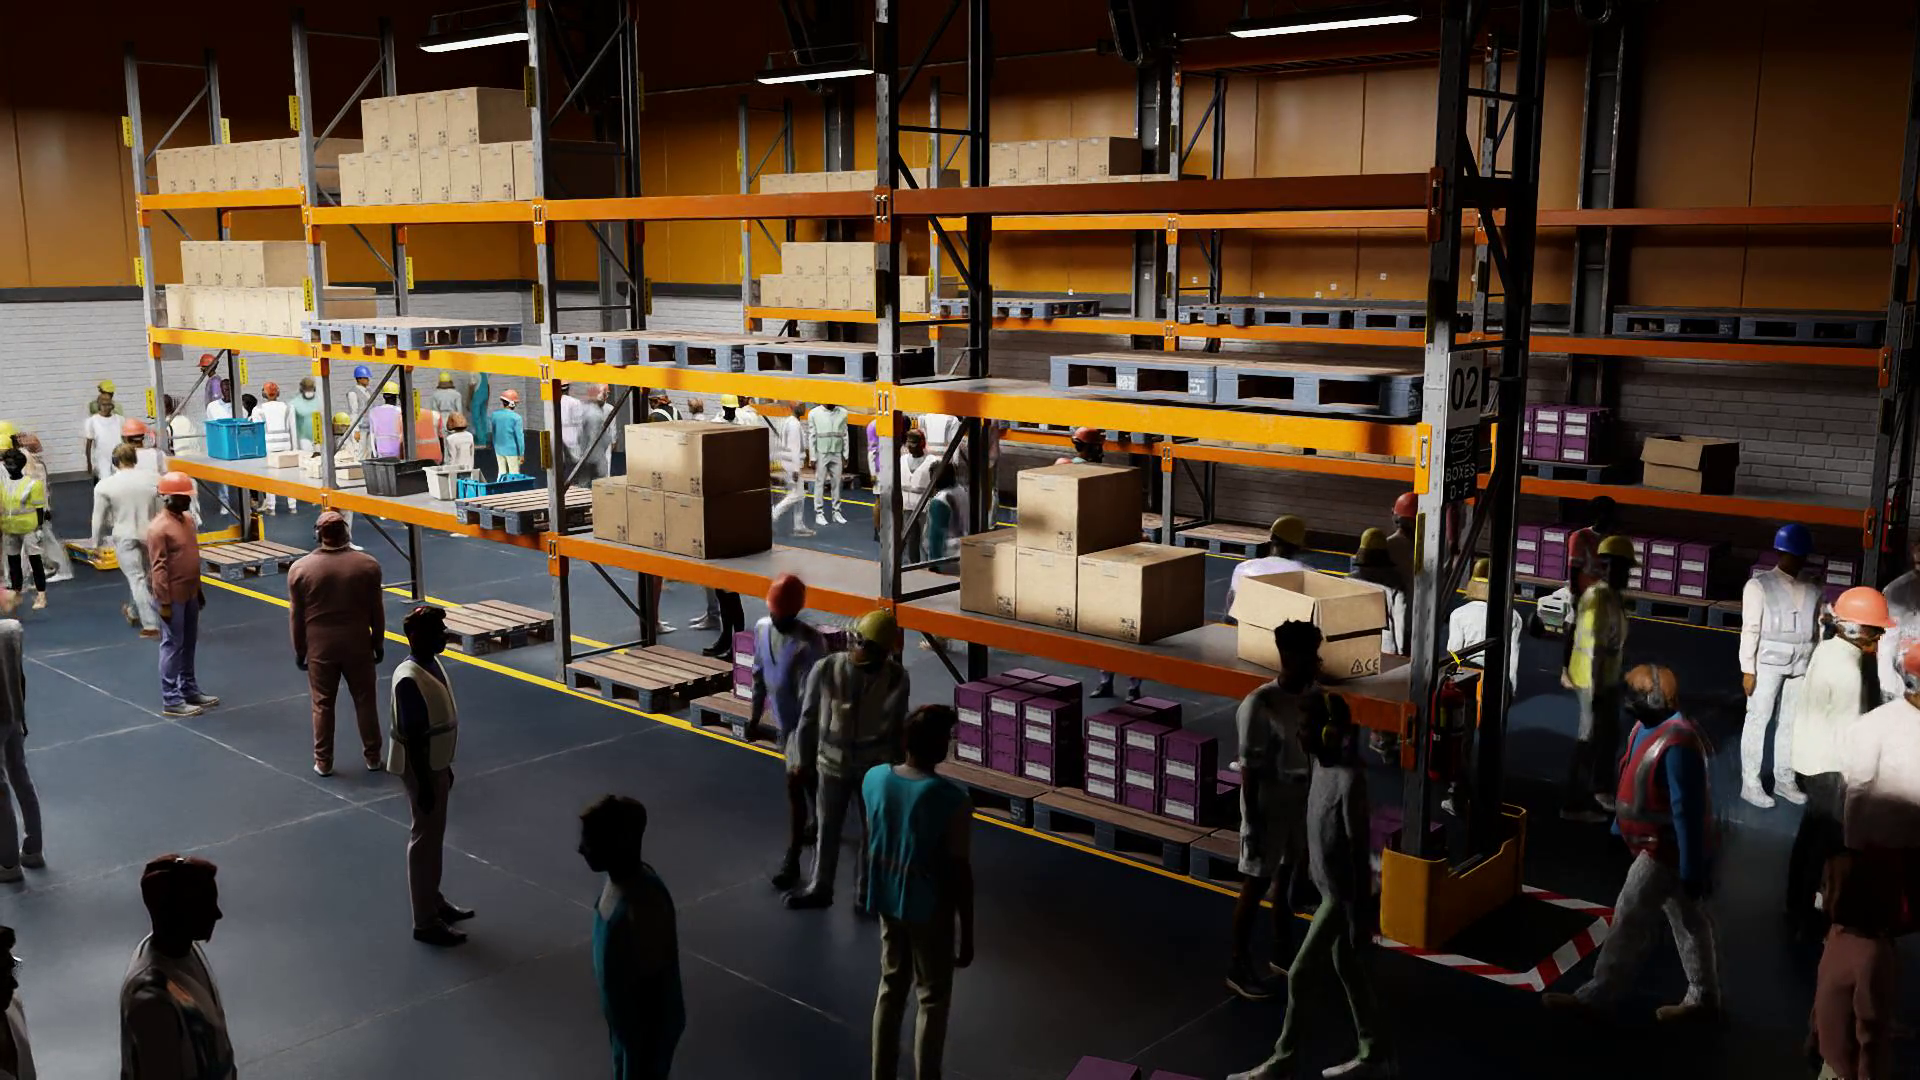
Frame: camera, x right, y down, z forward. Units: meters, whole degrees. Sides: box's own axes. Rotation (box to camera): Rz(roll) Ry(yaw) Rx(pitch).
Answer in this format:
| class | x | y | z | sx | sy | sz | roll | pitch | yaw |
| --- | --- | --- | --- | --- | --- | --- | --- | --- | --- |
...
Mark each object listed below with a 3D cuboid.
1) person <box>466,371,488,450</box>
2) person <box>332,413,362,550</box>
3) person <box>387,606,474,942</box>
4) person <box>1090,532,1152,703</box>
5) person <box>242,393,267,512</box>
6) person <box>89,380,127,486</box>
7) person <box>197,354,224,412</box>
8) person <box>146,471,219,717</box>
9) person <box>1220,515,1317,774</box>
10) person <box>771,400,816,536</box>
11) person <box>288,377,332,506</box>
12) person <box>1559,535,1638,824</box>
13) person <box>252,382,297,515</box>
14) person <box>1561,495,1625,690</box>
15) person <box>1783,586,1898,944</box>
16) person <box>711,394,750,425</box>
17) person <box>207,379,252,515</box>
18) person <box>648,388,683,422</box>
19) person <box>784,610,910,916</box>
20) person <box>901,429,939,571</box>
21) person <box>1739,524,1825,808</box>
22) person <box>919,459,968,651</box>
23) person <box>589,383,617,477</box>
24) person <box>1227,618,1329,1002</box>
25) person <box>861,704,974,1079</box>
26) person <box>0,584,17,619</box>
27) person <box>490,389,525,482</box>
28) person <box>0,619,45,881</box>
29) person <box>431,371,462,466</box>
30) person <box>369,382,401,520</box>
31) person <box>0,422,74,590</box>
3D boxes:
| class | x | y | z | sx | sy | sz | roll | pitch | yaw |
| --- | --- | --- | --- | --- | --- | --- | --- | --- | --- |
| person | -8.918 | -2.562 | 30.830 | 0.389 | 1.816 | 0.604 | 3 | 11 | 19 |
| person | -7.653 | -0.716 | 20.623 | 0.491 | 1.730 | 0.323 | 6 | 11 | 29 |
| person | -2.917 | 1.263 | 9.098 | 0.389 | 1.846 | 0.567 | -1 | 10 | -8 |
| person | 1.341 | 0.473 | 13.803 | 0.526 | 1.765 | 0.329 | 6 | 12 | 32 |
| person | -10.048 | -1.241 | 23.672 | 0.537 | 1.699 | 0.321 | 6 | 12 | 31 |
| person | -13.156 | -1.613 | 25.701 | 0.548 | 1.733 | 0.582 | 1 | 10 | 4 |
| person | -12.165 | -2.016 | 27.129 | 0.413 | 2.036 | 0.606 | -5 | 11 | -25 |
| person | -6.286 | 0.431 | 13.422 | 0.408 | 1.987 | 0.614 | 0 | 10 | 0 |
| person | 2.166 | 0.774 | 11.741 | 0.769 | 1.901 | 0.456 | 1 | 10 | 7 |
| person | -2.223 | -0.956 | 21.593 | 0.605 | 1.865 | 0.613 | -2 | 10 | -9 |
| person | -9.499 | -1.458 | 24.317 | 0.632 | 1.904 | 0.618 | -6 | 12 | -32 |
| person | 4.253 | 0.910 | 11.026 | 0.421 | 1.875 | 0.636 | 6 | 12 | 30 |
| person | -9.647 | -1.286 | 23.449 | 0.576 | 1.877 | 0.350 | -6 | 12 | -30 |
| person | 5.395 | 0.447 | 14.166 | 0.537 | 1.688 | 0.323 | -2 | 10 | -12 |
| person | 4.769 | 1.213 | 9.044 | 0.445 | 1.978 | 0.630 | 3 | 11 | 18 |
| person | -2.952 | -0.950 | 21.418 | 0.587 | 1.920 | 0.390 | -5 | 11 | -27 |
| person | -10.306 | -1.325 | 23.528 | 0.593 | 1.920 | 0.391 | -6 | 11 | -29 |
| person | -3.905 | -1.043 | 21.588 | 0.535 | 2.000 | 0.679 | 5 | 11 | 25 |
| person | -0.651 | 1.263 | 9.310 | 0.740 | 1.787 | 0.407 | 0 | 10 | -2 |
| person | -0.431 | -0.291 | 17.931 | 0.560 | 1.837 | 0.389 | 7 | 12 | 34 |
| person | 5.542 | 0.843 | 11.225 | 0.612 | 1.943 | 0.408 | -2 | 10 | -13 |
| person | -0.079 | 0.153 | 15.471 | 0.555 | 1.819 | 0.630 | 4 | 11 | 21 |
| person | -5.414 | -1.526 | 25.172 | 0.557 | 1.744 | 0.351 | 5 | 11 | 25 |
| person | 1.627 | 1.340 | 8.371 | 0.608 | 1.953 | 0.407 | -7 | 12 | -35 |
| person | -0.184 | 1.613 | 7.177 | 0.578 | 1.830 | 0.388 | 7 | 12 | 35 |
| person | -9.848 | -0.162 | 16.608 | 0.789 | 2.000 | 0.688 | 0 | 10 | 2 |
| person | -6.435 | -1.282 | 23.801 | 0.573 | 1.738 | 0.352 | 5 | 11 | 28 |
| person | -5.754 | 1.109 | 9.902 | 0.333 | 1.873 | 0.520 | 1 | 10 | 8 |
| person | -8.449 | -1.921 | 27.425 | 0.499 | 1.732 | 0.344 | -1 | 10 | -8 |
| person | -7.836 | -1.221 | 22.944 | 0.586 | 1.920 | 0.397 | 2 | 10 | 12 |
| person | -10.394 | -0.393 | 18.440 | 0.946 | 1.851 | 0.606 | -9 | 13 | -40 |
